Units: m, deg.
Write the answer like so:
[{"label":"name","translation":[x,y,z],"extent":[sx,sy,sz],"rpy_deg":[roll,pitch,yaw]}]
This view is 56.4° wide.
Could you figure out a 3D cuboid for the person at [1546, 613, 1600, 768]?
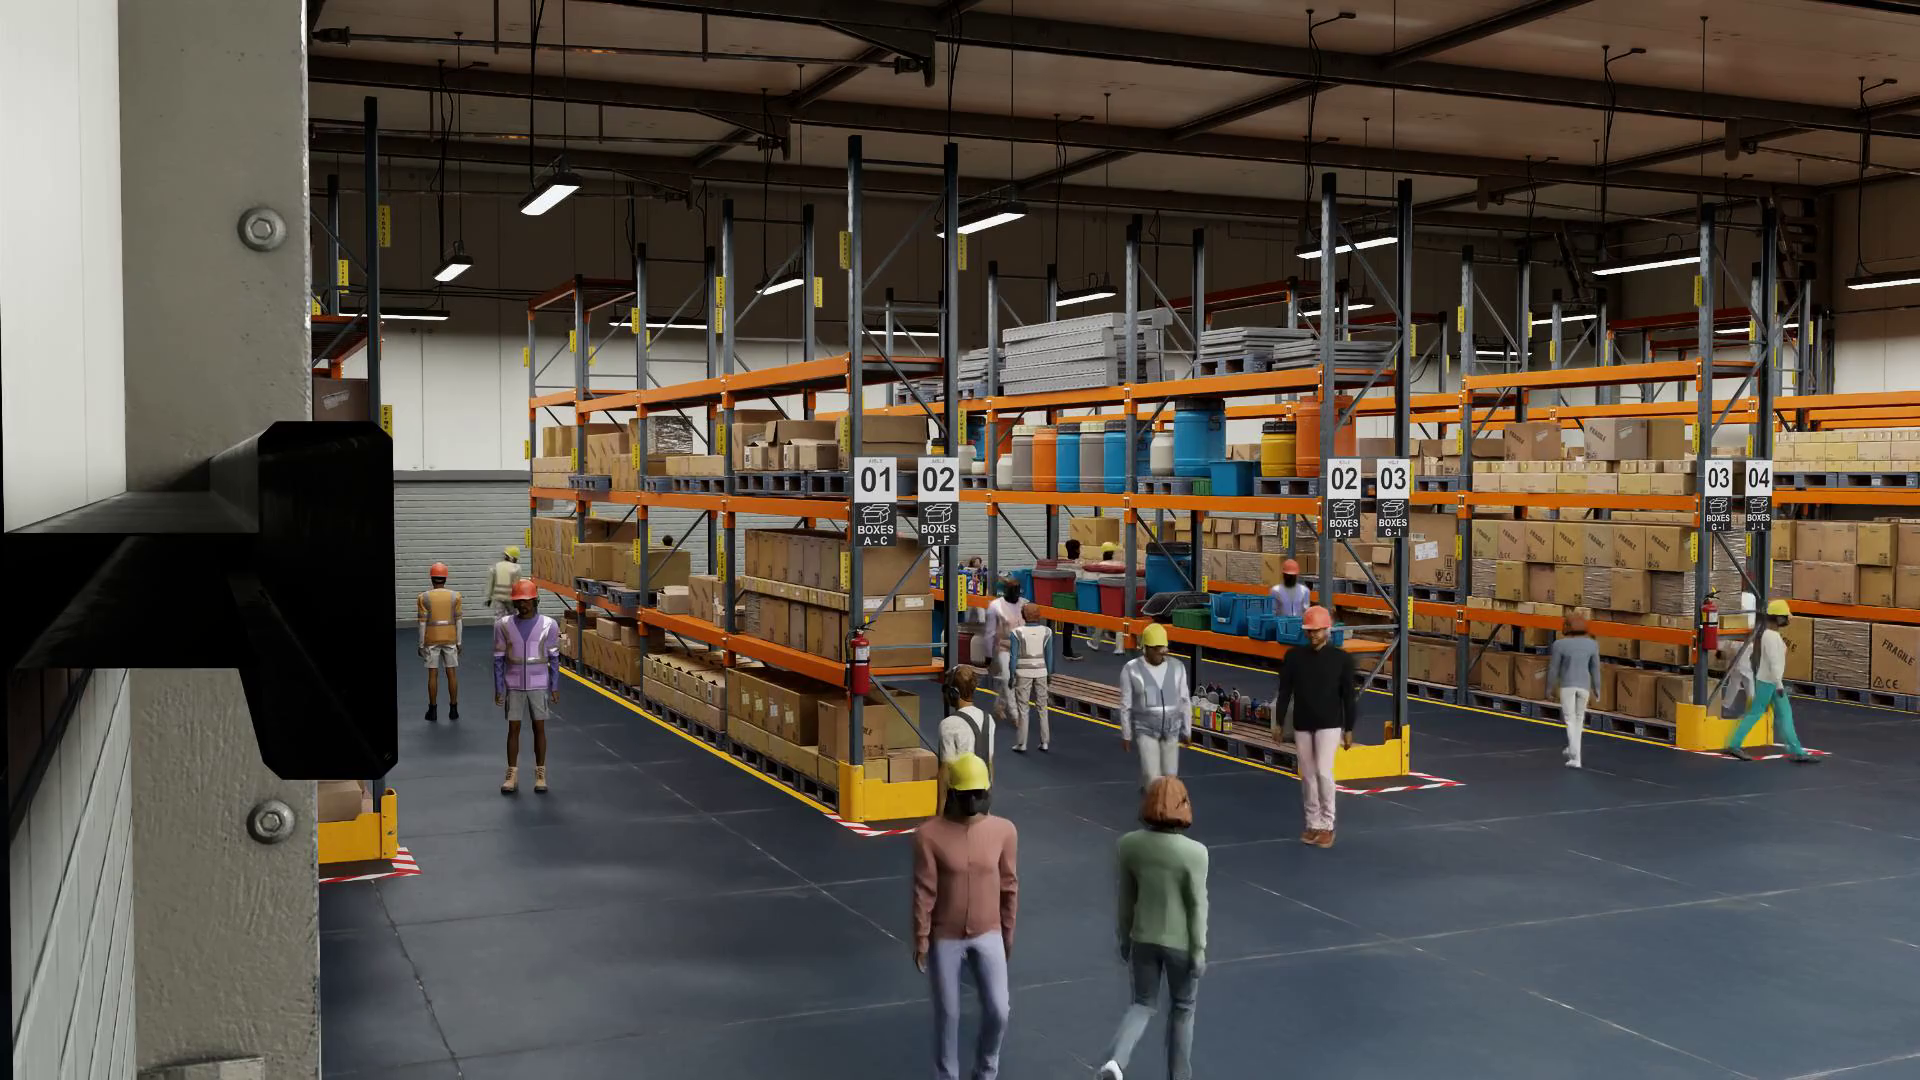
[{"label":"person","translation":[6.396,1.556,18.740],"extent":[0.519,1.590,0.776],"rpy_deg":[0,2,-5]}]

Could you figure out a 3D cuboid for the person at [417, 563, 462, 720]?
[{"label":"person","translation":[-6.459,1.251,22.235],"extent":[0.543,1.939,0.360],"rpy_deg":[-1,2,-25]}]

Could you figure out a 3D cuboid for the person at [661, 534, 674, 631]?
[{"label":"person","translation":[-5.617,0.818,34.441],"extent":[0.533,1.868,0.307],"rpy_deg":[-1,3,-29]}]

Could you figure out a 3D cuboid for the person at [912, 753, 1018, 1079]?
[{"label":"person","translation":[0.027,1.874,8.459],"extent":[0.533,1.754,0.411],"rpy_deg":[0,2,-11]}]

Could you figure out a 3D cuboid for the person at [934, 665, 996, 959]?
[{"label":"person","translation":[0.032,1.715,11.429],"extent":[0.334,1.841,0.503],"rpy_deg":[2,3,37]}]

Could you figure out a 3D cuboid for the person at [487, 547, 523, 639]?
[{"label":"person","translation":[-7.809,1.007,30.843],"extent":[0.715,1.770,0.851],"rpy_deg":[0,2,11]}]

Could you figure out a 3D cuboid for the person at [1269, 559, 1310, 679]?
[{"label":"person","translation":[4.369,1.196,23.844],"extent":[0.572,1.924,0.651],"rpy_deg":[0,2,-4]}]

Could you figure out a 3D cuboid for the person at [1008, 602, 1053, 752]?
[{"label":"person","translation":[0.778,1.499,19.600],"extent":[0.521,1.638,0.307],"rpy_deg":[-1,2,-20]}]

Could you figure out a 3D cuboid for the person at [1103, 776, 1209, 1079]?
[{"label":"person","translation":[0.938,1.938,8.560],"extent":[0.499,1.614,0.627],"rpy_deg":[2,3,36]}]

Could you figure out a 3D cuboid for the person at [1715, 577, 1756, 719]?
[{"label":"person","translation":[9.571,1.299,22.154],"extent":[0.604,1.840,0.911],"rpy_deg":[-1,3,-31]}]

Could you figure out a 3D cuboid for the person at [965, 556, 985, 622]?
[{"label":"person","translation":[0.221,1.071,31.390],"extent":[0.534,1.592,0.871],"rpy_deg":[-1,3,-33]}]

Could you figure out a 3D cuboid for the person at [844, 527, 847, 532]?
[{"label":"person","translation":[-2.289,0.675,37.511],"extent":[0.379,1.917,0.597],"rpy_deg":[1,2,17]}]

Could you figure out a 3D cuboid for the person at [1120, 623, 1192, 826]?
[{"label":"person","translation":[1.634,1.590,15.169],"extent":[0.631,1.798,0.740],"rpy_deg":[0,2,-13]}]

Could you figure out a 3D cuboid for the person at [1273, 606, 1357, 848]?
[{"label":"person","translation":[2.893,1.526,14.675],"extent":[0.631,1.973,0.626],"rpy_deg":[1,3,33]}]

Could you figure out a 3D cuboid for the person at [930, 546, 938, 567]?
[{"label":"person","translation":[-0.545,0.633,38.495],"extent":[0.542,1.929,0.368],"rpy_deg":[0,2,-12]}]

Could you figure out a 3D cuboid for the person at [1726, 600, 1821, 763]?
[{"label":"person","translation":[8.552,1.488,18.894],"extent":[0.905,1.723,0.541],"rpy_deg":[1,3,32]}]

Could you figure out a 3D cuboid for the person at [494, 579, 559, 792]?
[{"label":"person","translation":[-4.159,1.393,17.187],"extent":[0.612,2.041,0.394],"rpy_deg":[0,2,-7]}]

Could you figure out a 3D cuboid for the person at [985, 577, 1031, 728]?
[{"label":"person","translation":[0.586,1.340,21.801],"extent":[0.615,1.803,0.938],"rpy_deg":[-1,3,-32]}]

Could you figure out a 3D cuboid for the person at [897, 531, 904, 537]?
[{"label":"person","translation":[-1.119,0.810,33.378],"extent":[0.760,1.953,0.760],"rpy_deg":[2,3,41]}]

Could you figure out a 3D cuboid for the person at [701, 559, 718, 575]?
[{"label":"person","translation":[-3.864,1.068,28.369],"extent":[0.600,1.830,0.403],"rpy_deg":[-2,3,-37]}]

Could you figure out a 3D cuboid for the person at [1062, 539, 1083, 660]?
[{"label":"person","translation":[1.823,0.965,29.325],"extent":[0.361,1.963,0.614],"rpy_deg":[0,2,-2]}]

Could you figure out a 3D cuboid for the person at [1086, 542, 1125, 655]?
[{"label":"person","translation":[2.480,0.977,30.173],"extent":[0.600,1.878,0.983],"rpy_deg":[-1,2,-23]}]
